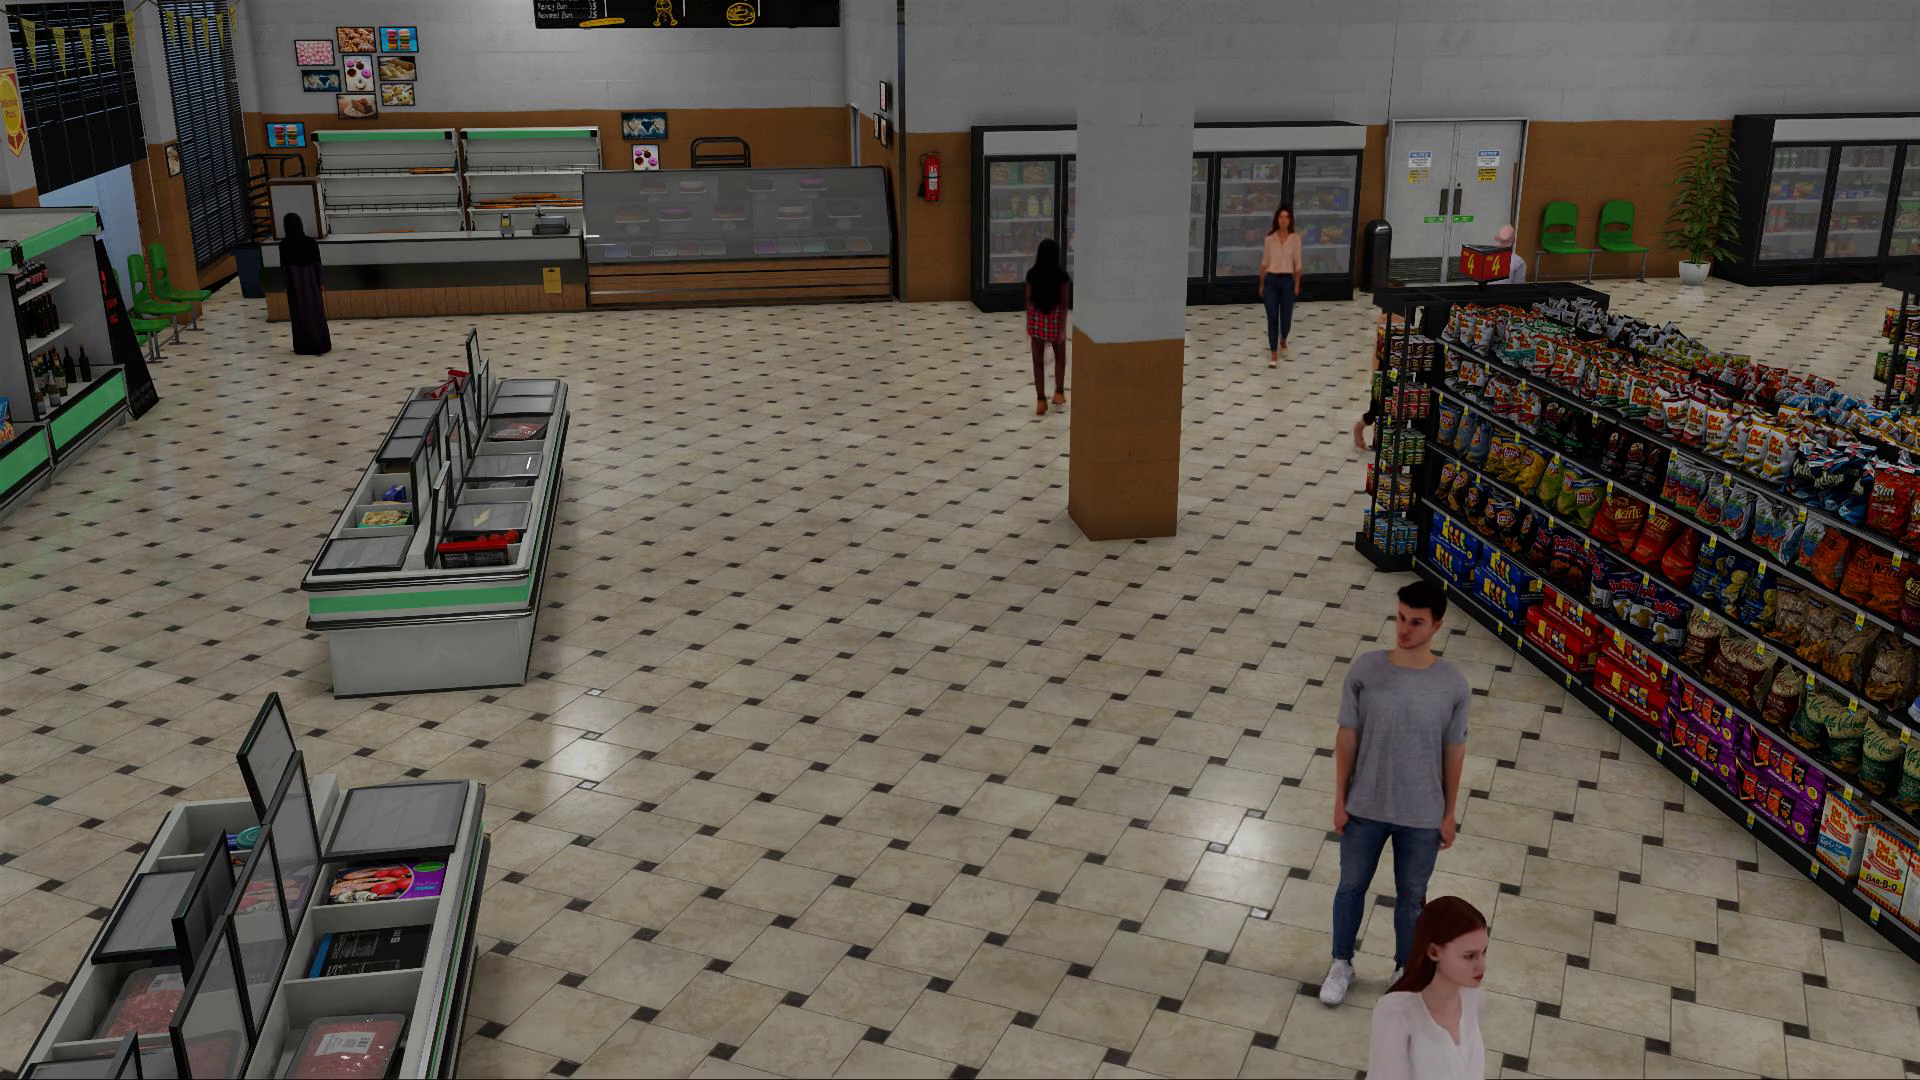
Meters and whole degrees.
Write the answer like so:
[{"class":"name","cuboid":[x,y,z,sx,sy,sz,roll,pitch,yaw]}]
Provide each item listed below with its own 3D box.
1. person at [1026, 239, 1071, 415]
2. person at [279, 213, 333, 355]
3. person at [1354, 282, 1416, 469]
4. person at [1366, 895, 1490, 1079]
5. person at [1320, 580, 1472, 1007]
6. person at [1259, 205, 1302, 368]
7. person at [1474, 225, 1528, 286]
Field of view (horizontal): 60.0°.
[{"class":"person","cuboid":[0.841,-2.081,16.385,0.740,1.708,0.870,3,19,9]},{"class":"person","cuboid":[-7.554,-2.948,19.104,0.636,1.614,0.626,-6,20,-18]},{"class":"person","cuboid":[3.794,-1.482,14.777,0.663,1.602,1.019,-6,20,-18]},{"class":"person","cuboid":[1.250,1.800,4.833,0.852,1.736,1.139,-11,22,-29]},{"class":"person","cuboid":[1.788,1.050,6.824,0.754,1.885,0.729,5,19,14]},{"class":"person","cuboid":[3.551,-2.837,18.512,0.742,1.782,0.820,5,19,13]},{"class":"person","cuboid":[5.376,-2.240,16.656,0.753,1.837,0.814,13,22,33]}]
